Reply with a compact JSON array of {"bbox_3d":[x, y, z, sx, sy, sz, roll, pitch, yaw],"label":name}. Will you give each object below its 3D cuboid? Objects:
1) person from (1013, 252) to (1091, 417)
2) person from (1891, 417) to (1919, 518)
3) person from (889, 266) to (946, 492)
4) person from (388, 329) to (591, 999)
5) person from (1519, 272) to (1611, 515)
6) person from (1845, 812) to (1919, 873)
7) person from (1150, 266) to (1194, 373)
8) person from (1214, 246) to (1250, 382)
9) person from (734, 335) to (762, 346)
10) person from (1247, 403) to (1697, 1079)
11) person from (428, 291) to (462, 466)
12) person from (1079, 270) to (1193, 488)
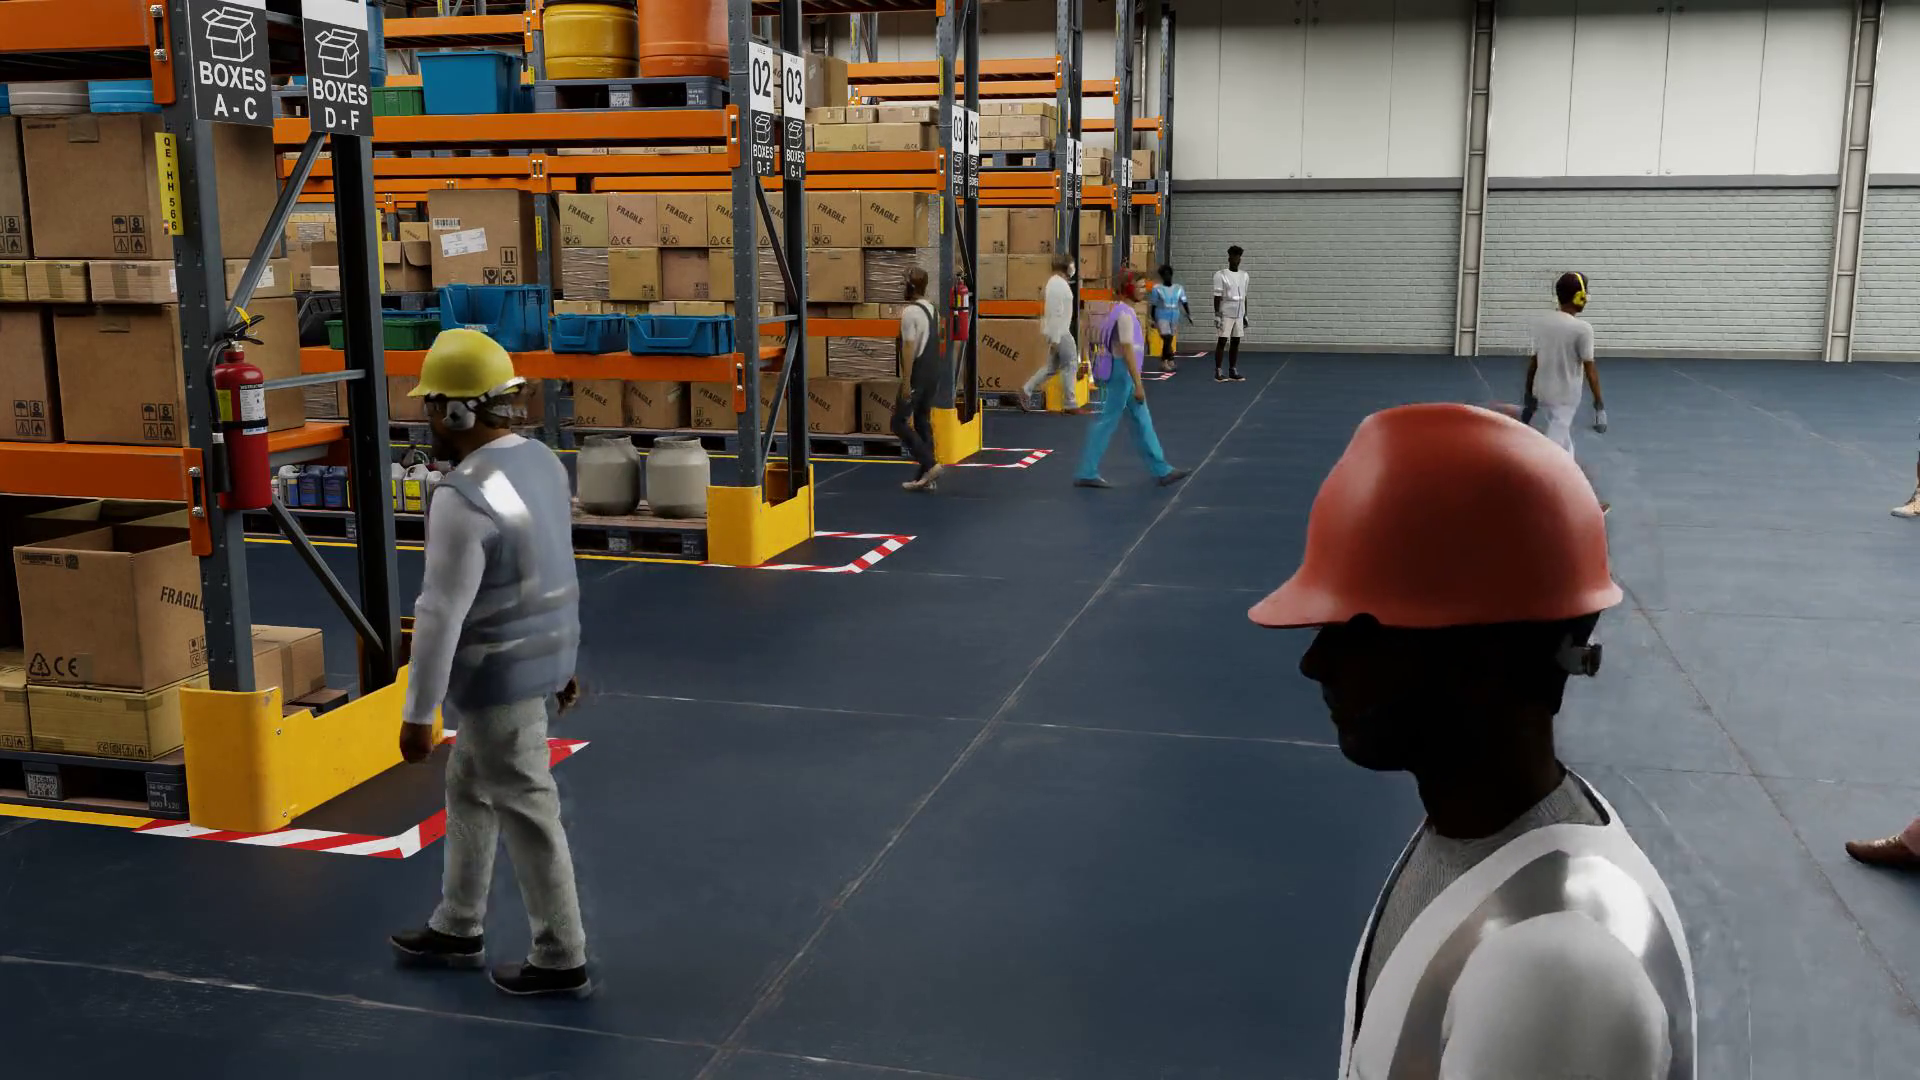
[{"bbox_3d":[1.069,-2.372,19.249,0.818,1.909,0.623,-1,10,-5],"label":"person"},{"bbox_3d":[7.407,-1.156,12.222,0.908,2.020,0.610,-3,11,-14],"label":"person"},{"bbox_3d":[-0.349,-1.281,13.409,0.402,1.830,0.541,5,12,27],"label":"person"},{"bbox_3d":[-1.345,0.350,4.434,0.759,1.804,0.627,1,10,7],"label":"person"},{"bbox_3d":[4.248,-0.944,11.590,0.983,1.815,0.557,-4,11,-23],"label":"person"},{"bbox_3d":[3.320,0.227,4.997,0.985,1.862,0.661,8,13,37],"label":"person"},{"bbox_3d":[3.252,-3.388,25.578,0.605,1.634,0.872,-4,11,-19],"label":"person"},{"bbox_3d":[3.926,-3.260,24.018,0.613,1.958,0.372,-6,12,-29],"label":"person"},{"bbox_3d":[-2.559,-2.552,19.878,0.543,2.000,0.689,1,10,6],"label":"person"},{"bbox_3d":[0.357,0.829,1.534,0.941,1.891,0.570,1,10,7],"label":"person"},{"bbox_3d":[-4.008,-1.146,13.050,0.424,1.684,0.550,4,11,22],"label":"person"},{"bbox_3d":[1.429,-1.298,13.601,0.968,1.790,0.592,2,10,9],"label":"person"}]
